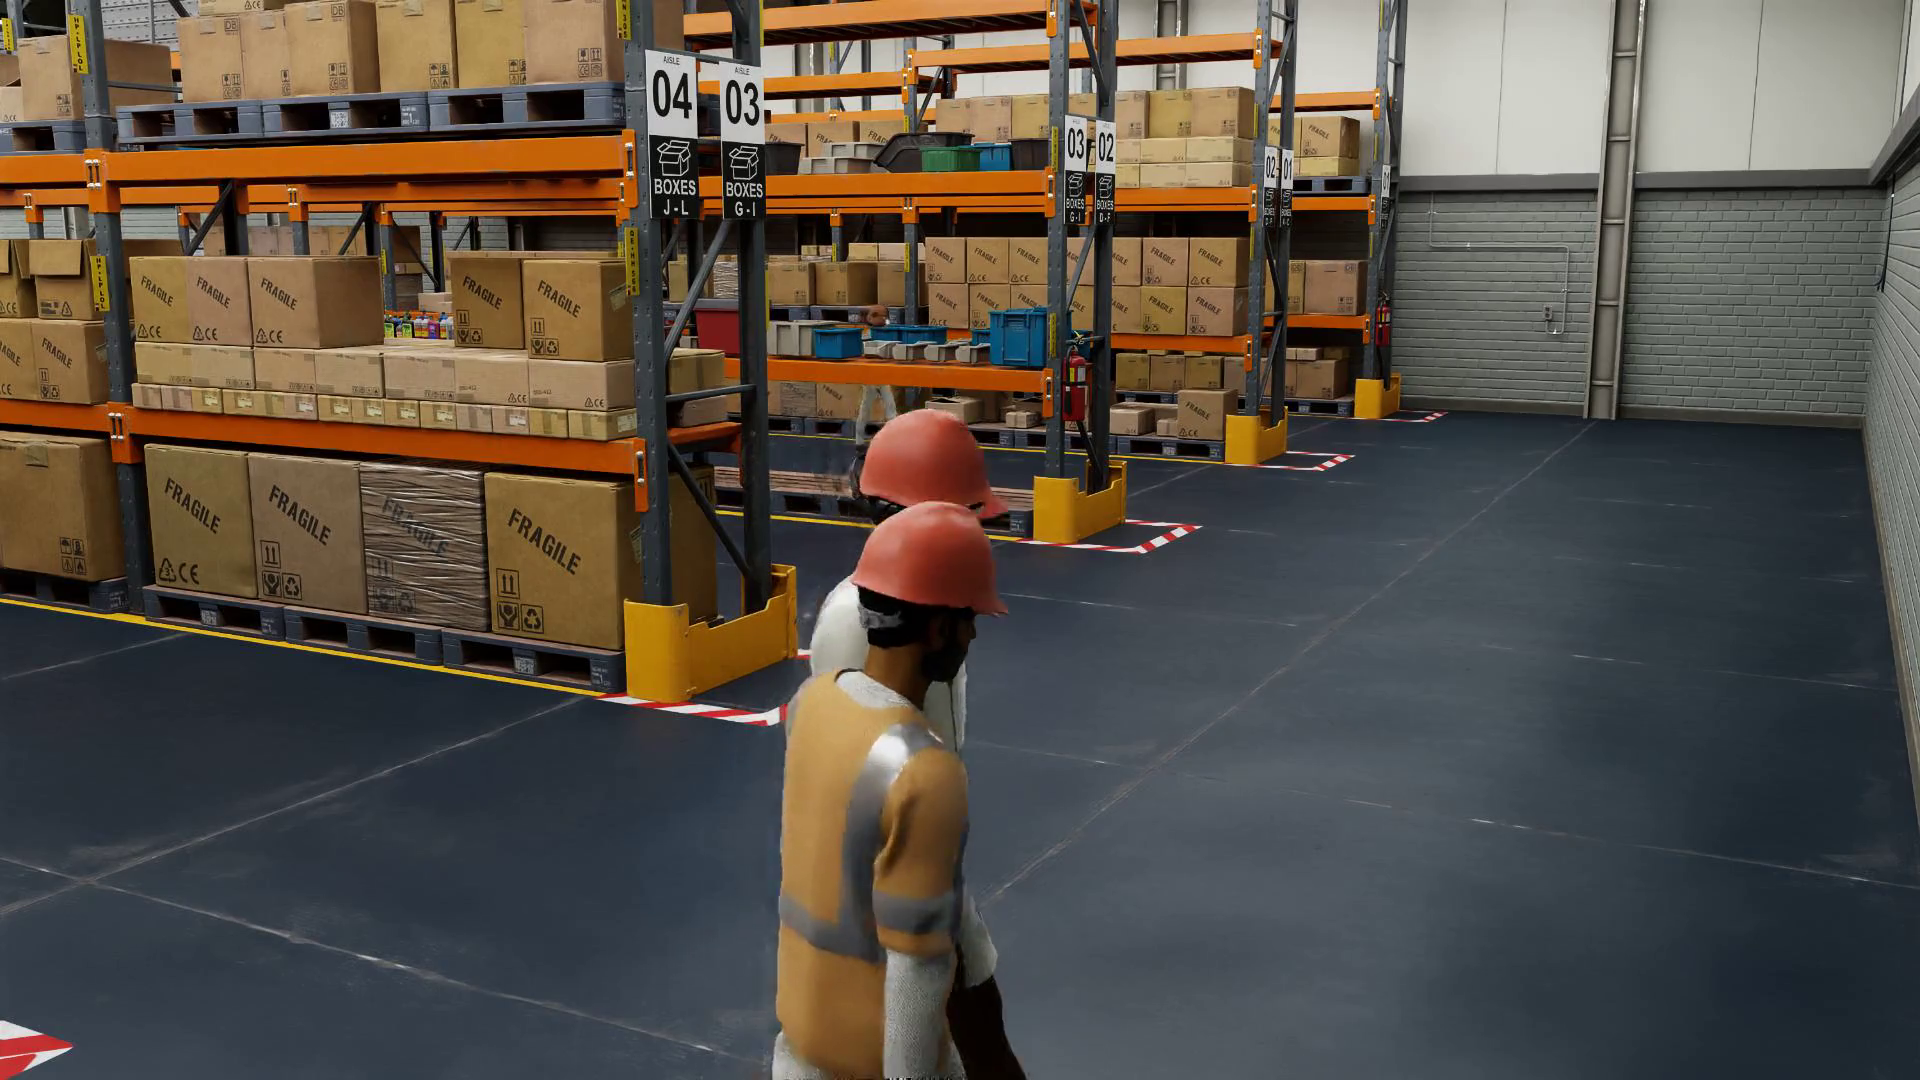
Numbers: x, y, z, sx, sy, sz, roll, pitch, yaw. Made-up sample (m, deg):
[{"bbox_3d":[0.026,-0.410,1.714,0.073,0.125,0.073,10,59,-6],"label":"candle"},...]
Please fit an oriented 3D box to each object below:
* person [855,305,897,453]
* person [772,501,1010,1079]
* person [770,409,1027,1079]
[{"bbox_3d":[-0.798,-1.713,17.848,0.786,1.598,0.524,3,11,18],"label":"person"},{"bbox_3d":[-0.205,0.870,3.007,0.865,1.898,0.589,-6,12,-31],"label":"person"},{"bbox_3d":[-0.048,0.709,3.621,1.045,1.977,0.629,4,11,19],"label":"person"}]
